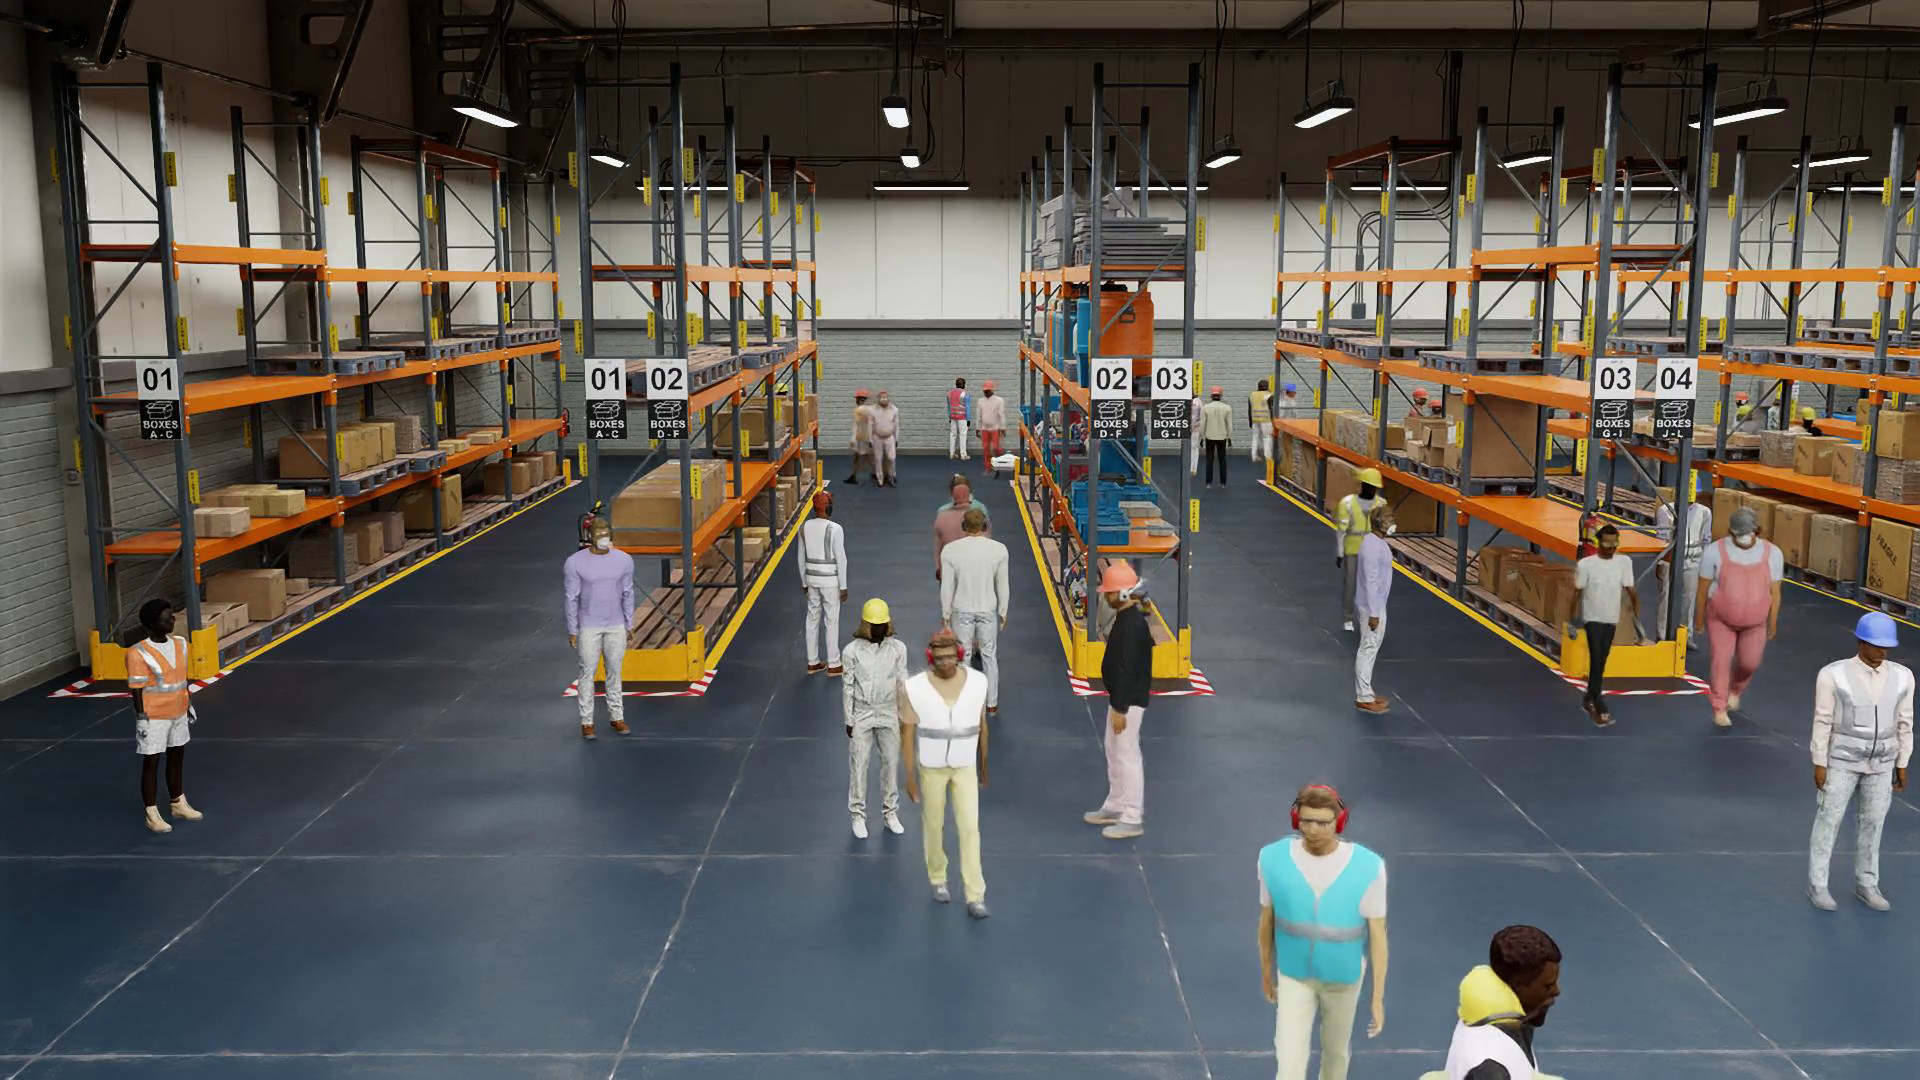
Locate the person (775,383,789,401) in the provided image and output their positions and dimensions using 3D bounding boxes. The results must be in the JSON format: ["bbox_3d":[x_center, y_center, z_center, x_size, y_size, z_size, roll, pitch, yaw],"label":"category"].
[{"bbox_3d":[-3.592,-2.251,34.019,0.390,1.919,0.584,0,9,0],"label":"person"}]

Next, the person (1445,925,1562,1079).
[{"bbox_3d":[1.744,2.186,5.546,0.408,1.903,0.589,4,10,22],"label":"person"}]

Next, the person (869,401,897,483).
[{"bbox_3d":[-1.544,-2.035,33.103,0.634,1.786,0.888,-4,10,-26],"label":"person"}]

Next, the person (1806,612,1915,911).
[{"bbox_3d":[5.692,1.397,10.504,0.604,1.938,0.426,0,9,2],"label":"person"}]

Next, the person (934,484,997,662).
[{"bbox_3d":[0.092,0.355,17.399,0.726,1.869,0.582,3,9,20],"label":"person"}]

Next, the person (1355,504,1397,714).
[{"bbox_3d":[3.843,0.629,15.426,0.354,1.936,0.635,3,9,16],"label":"person"}]

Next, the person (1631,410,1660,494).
[{"bbox_3d":[12.839,-1.703,30.899,0.579,1.800,0.901,-1,9,-5],"label":"person"}]

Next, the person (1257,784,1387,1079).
[{"bbox_3d":[1.591,1.955,7.378,0.582,1.786,0.995,3,9,16],"label":"person"}]

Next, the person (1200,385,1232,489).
[{"bbox_3d":[4.925,-1.980,32.030,0.623,1.992,0.396,0,9,0],"label":"person"}]

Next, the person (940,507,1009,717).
[{"bbox_3d":[0.134,0.664,15.202,0.635,1.936,0.353,-1,9,-7],"label":"person"}]

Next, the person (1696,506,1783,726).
[{"bbox_3d":[7.011,0.641,15.020,0.700,2.000,0.717,2,9,13],"label":"person"}]

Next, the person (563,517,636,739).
[{"bbox_3d":[-3.139,0.763,14.560,0.631,1.940,0.369,-5,10,-30],"label":"person"}]

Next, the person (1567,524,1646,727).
[{"bbox_3d":[5.816,0.766,14.939,0.527,1.822,0.972,-1,9,-4],"label":"person"}]

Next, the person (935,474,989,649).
[{"bbox_3d":[0.017,0.252,17.901,0.652,1.929,0.373,-5,10,-31],"label":"person"}]

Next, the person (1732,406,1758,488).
[{"bbox_3d":[14.517,-1.638,30.802,0.503,1.694,0.911,-1,9,-9],"label":"person"}]

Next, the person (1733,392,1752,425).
[{"bbox_3d":[15.832,-2.127,33.746,0.342,1.751,0.564,1,9,9],"label":"person"}]

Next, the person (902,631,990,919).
[{"bbox_3d":[-0.056,1.473,10.414,0.583,1.802,0.883,-2,9,-12],"label":"person"}]

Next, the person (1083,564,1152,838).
[{"bbox_3d":[1.145,1.150,11.973,0.461,1.977,0.635,0,9,0],"label":"person"}]

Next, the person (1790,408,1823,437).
[{"bbox_3d":[14.201,-1.275,27.869,0.579,1.868,0.961,-2,9,-10],"label":"person"}]

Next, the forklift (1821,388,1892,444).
[{"bbox_3d":[20.072,-3.110,36.462,1.873,2.768,1.129,0,9,0],"label":"forklift"}]

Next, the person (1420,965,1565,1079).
[{"bbox_3d":[1.755,2.268,5.495,0.546,1.757,0.357,1,9,9],"label":"person"}]

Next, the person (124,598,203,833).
[{"bbox_3d":[-5.800,1.262,12.116,0.317,1.700,0.538,3,9,19],"label":"person"}]

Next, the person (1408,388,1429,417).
[{"bbox_3d":[8.569,-1.848,31.173,0.379,1.996,0.611,3,9,18],"label":"person"}]

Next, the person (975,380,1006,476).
[{"bbox_3d":[0.623,-2.287,34.074,0.681,1.972,0.493,4,10,26],"label":"person"}]

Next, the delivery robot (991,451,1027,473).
[{"bbox_3d":[0.986,-1.559,33.635,0.707,0.478,0.477,1,9,7],"label":"delivery robot"}]

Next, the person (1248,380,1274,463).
[{"bbox_3d":[6.656,-2.622,36.705,0.439,1.835,0.637,-8,12,-42],"label":"person"}]

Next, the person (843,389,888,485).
[{"bbox_3d":[-1.844,-2.014,32.625,0.955,1.892,0.597,4,10,26],"label":"person"}]

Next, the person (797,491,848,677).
[{"bbox_3d":[-1.373,0.440,16.824,0.573,1.883,0.356,5,10,32],"label":"person"}]

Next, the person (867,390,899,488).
[{"bbox_3d":[-1.477,-1.941,32.144,0.645,1.885,0.689,-1,9,-9],"label":"person"}]

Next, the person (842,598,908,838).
[{"bbox_3d":[-0.599,1.271,11.941,0.484,1.739,0.319,-3,9,-17],"label":"person"}]

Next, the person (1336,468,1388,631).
[{"bbox_3d":[4.531,0.139,18.735,0.630,1.884,0.830,0,9,-3],"label":"person"}]

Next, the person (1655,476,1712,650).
[{"bbox_3d":[7.791,0.241,17.941,0.598,1.939,0.413,0,9,2],"label":"person"}]

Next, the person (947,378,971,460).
[{"bbox_3d":[-0.004,-2.723,37.346,0.623,1.835,0.431,7,11,38],"label":"person"}]
